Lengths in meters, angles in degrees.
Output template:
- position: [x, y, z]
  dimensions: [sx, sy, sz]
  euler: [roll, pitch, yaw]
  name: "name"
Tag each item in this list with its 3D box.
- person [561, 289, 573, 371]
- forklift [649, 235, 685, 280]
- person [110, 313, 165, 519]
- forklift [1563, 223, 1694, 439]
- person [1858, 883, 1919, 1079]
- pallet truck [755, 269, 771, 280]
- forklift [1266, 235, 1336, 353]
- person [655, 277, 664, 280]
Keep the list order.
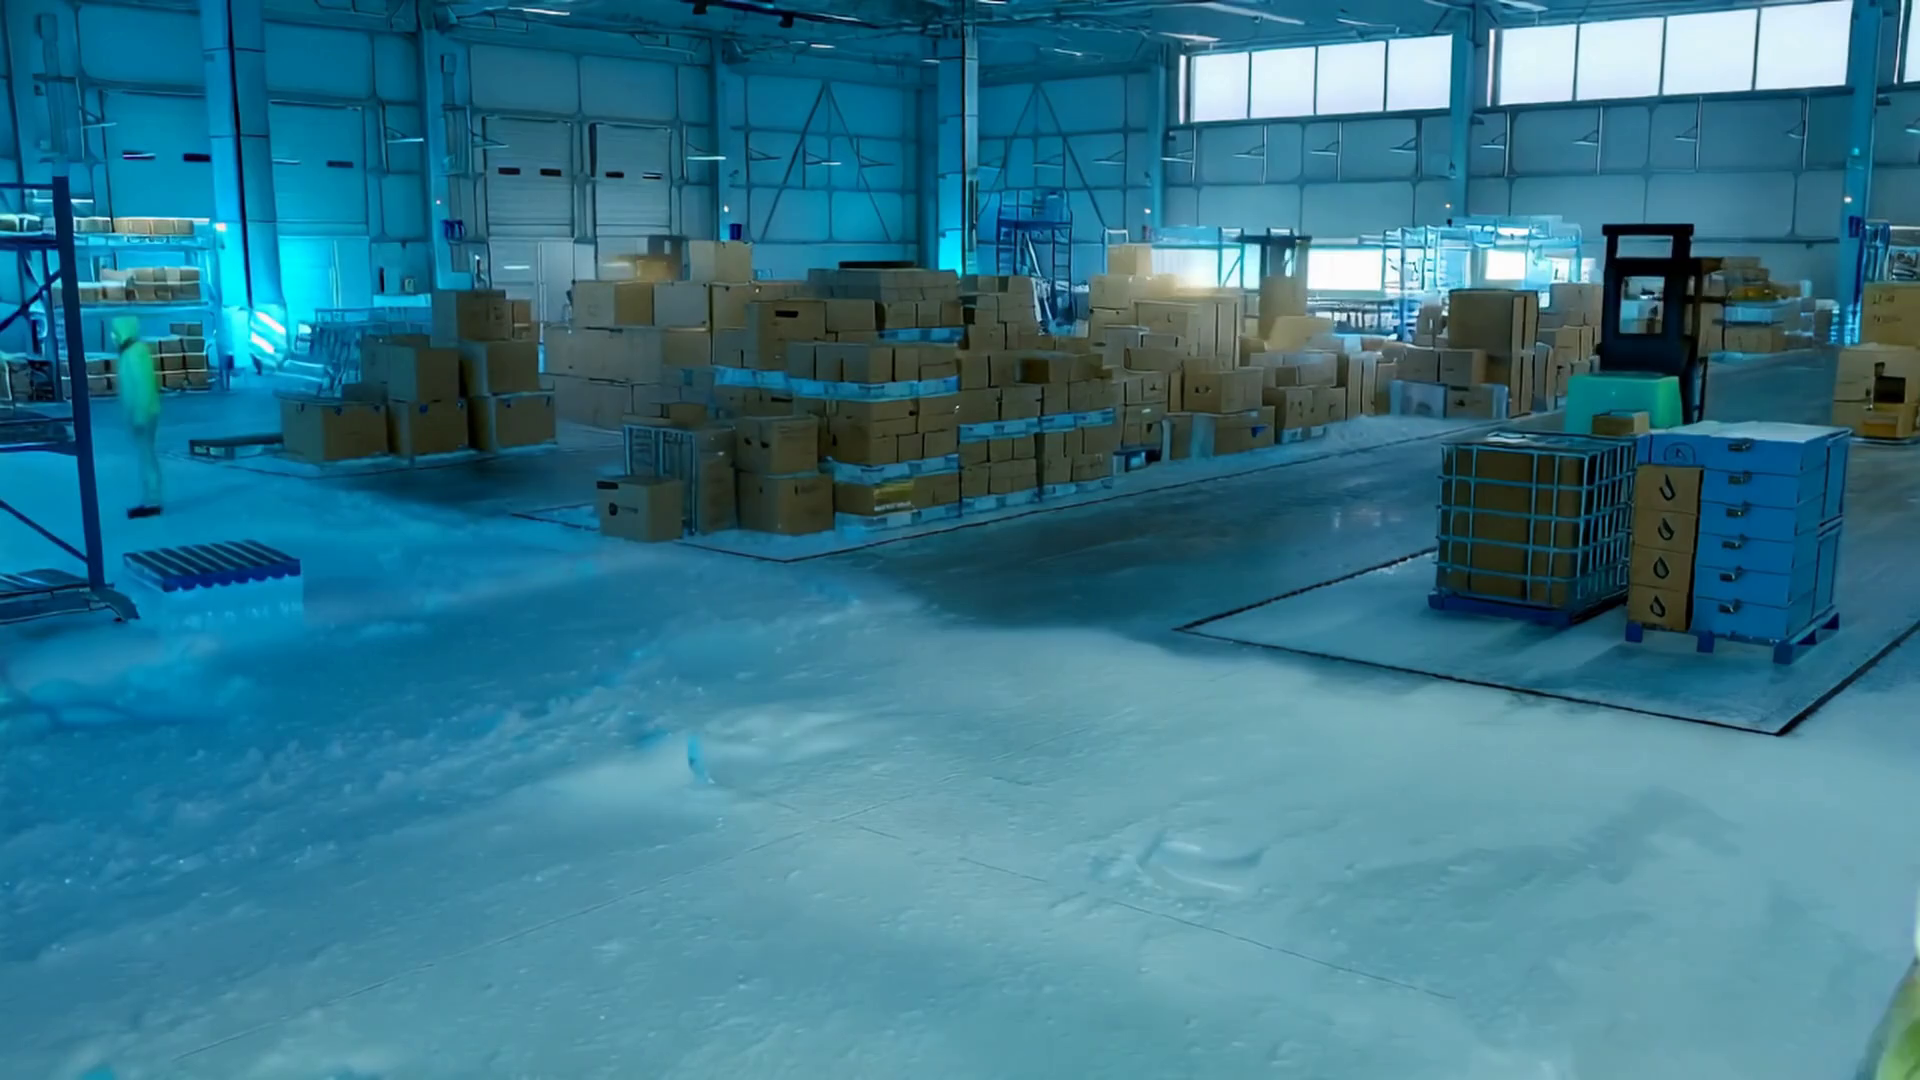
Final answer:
- position: [-8.039, -4.342, 34.484]
  dimensions: [0.319, 1.696, 0.532]
  euler: [4, 11, 20]
  name: "person"
- position: [-6.398, -5.293, 36.529]
  dimensions: [1.873, 2.768, 1.129]
  euler: [-9, 13, -42]
  name: "forklift"
- position: [-7.784, -1.175, 15.763]
  dimensions: [0.354, 1.937, 0.636]
  euler: [-6, 11, -29]
  name: "person"
- position: [7.945, -2.291, 19.437]
  dimensions: [1.129, 2.768, 1.873]
  euler: [8, 13, 40]
  name: "forklift"
- position: [1.712, 1.273, 2.749]
  dimensions: [0.837, 1.596, 0.541]
  euler: [7, 12, 35]
  name: "person"
- position: [-4.996, -6.432, 45.525]
  dimensions: [1.885, 1.965, 0.823]
  euler: [-6, 12, -32]
  name: "pallet truck"
- position: [7.102, -5.161, 35.778]
  dimensions: [1.129, 2.768, 1.873]
  euler: [-7, 12, -35]
  name: "forklift"
- position: [-6.482, -4.722, 36.007]
  dimensions: [0.634, 1.929, 0.387]
  euler: [-5, 11, -24]
  name: "person"
